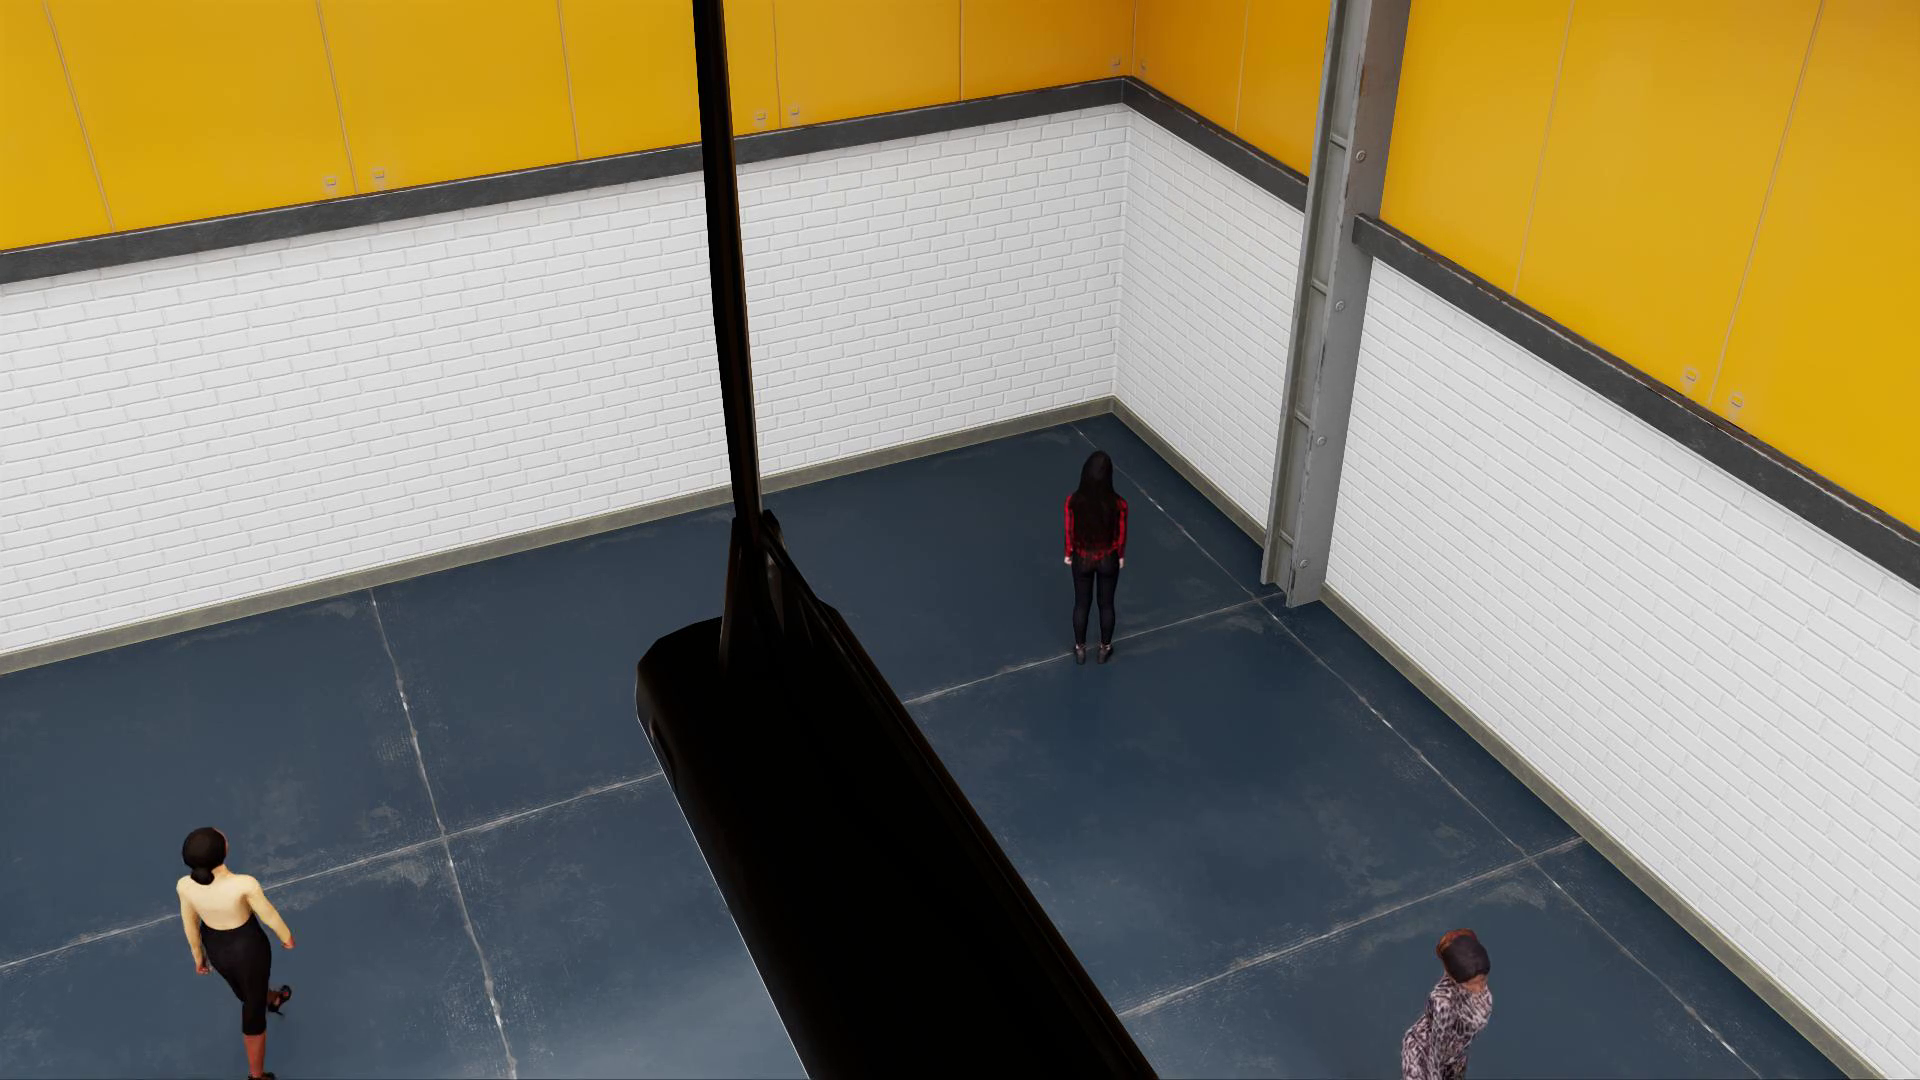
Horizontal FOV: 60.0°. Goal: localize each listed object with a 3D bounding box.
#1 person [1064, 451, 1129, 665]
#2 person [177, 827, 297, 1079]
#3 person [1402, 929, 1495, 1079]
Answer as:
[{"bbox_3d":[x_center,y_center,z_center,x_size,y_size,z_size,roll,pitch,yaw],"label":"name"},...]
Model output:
[{"bbox_3d":[0.935,0.142,11.423,0.662,1.655,0.668,3,34,4],"label":"person"},{"bbox_3d":[-3.677,2.172,8.399,0.863,1.621,1.041,1,34,2],"label":"person"},{"bbox_3d":[2.237,2.427,7.962,0.739,1.680,0.692,20,38,27],"label":"person"}]
